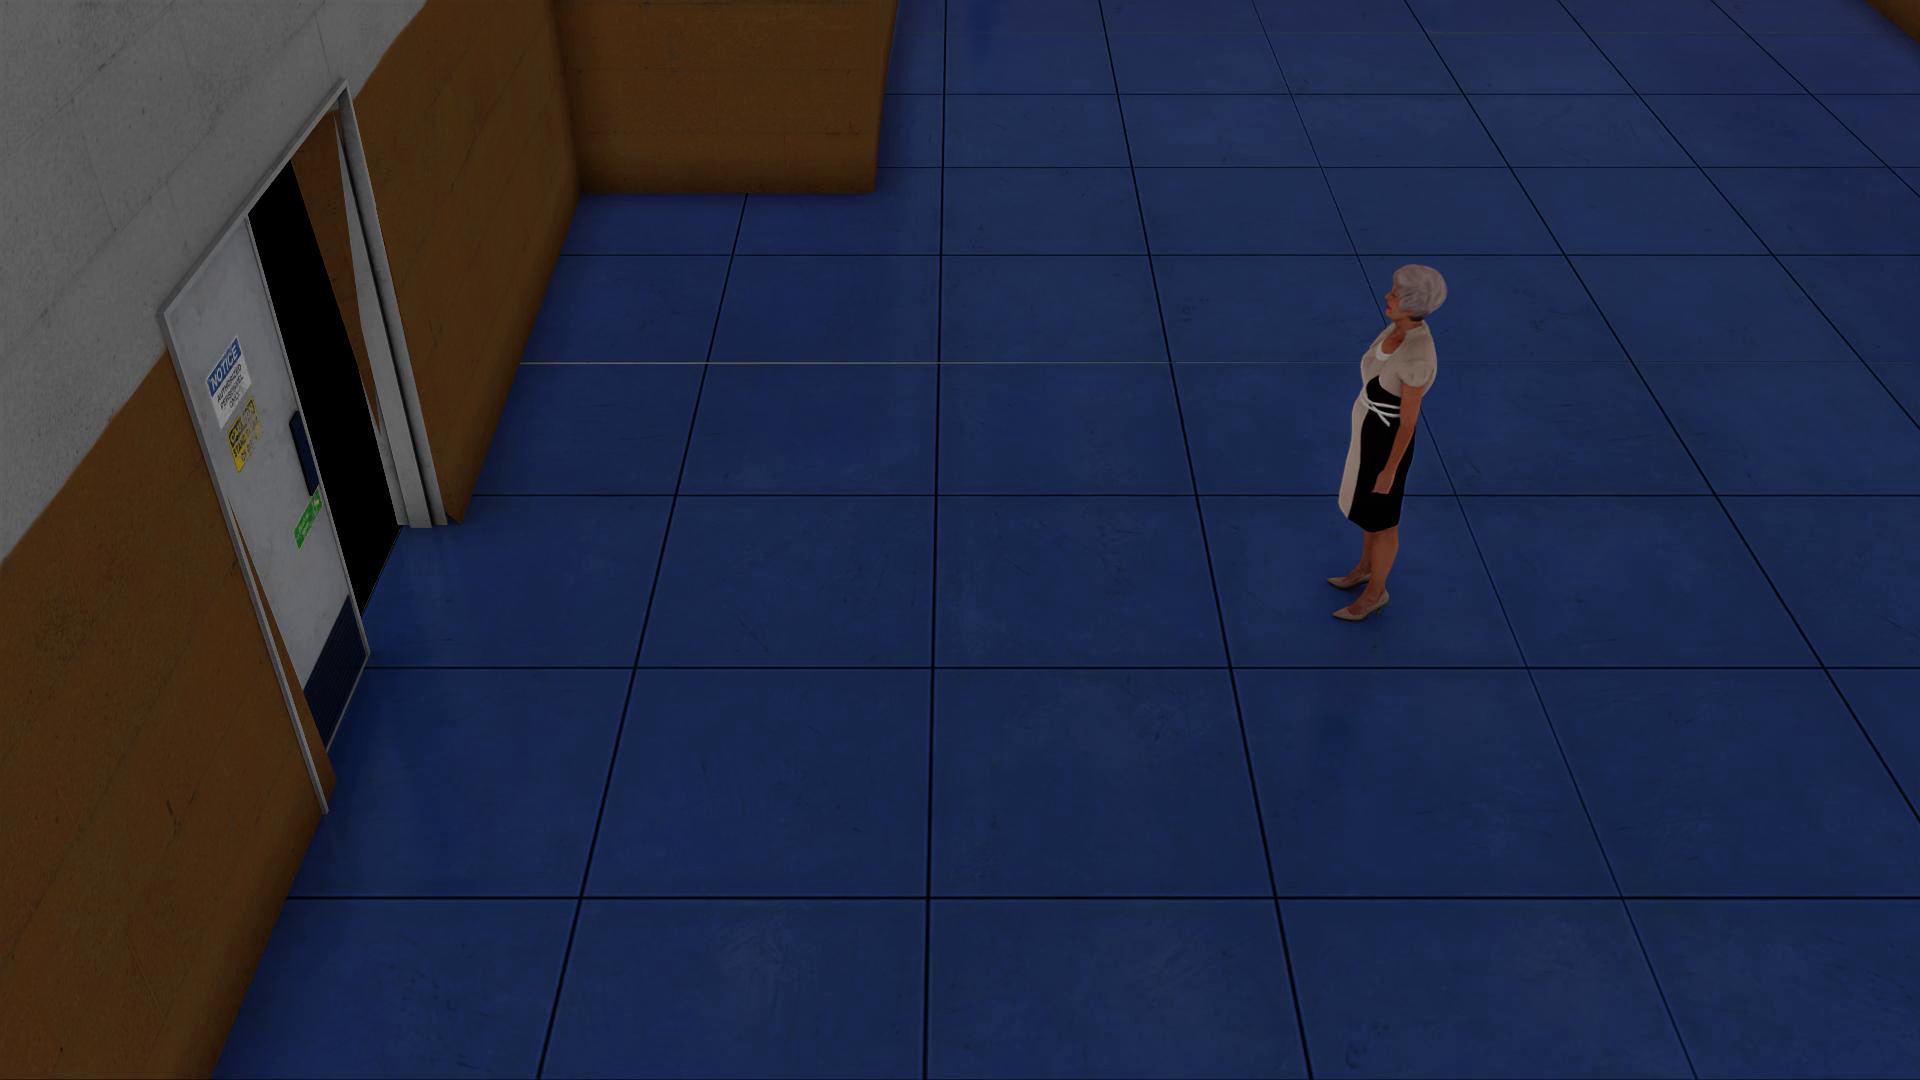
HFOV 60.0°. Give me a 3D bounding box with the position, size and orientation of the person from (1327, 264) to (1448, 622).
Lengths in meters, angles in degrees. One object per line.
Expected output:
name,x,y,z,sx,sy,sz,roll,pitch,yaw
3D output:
person,1.873,-0.404,7.287,0.550,1.755,0.655,3,37,4
